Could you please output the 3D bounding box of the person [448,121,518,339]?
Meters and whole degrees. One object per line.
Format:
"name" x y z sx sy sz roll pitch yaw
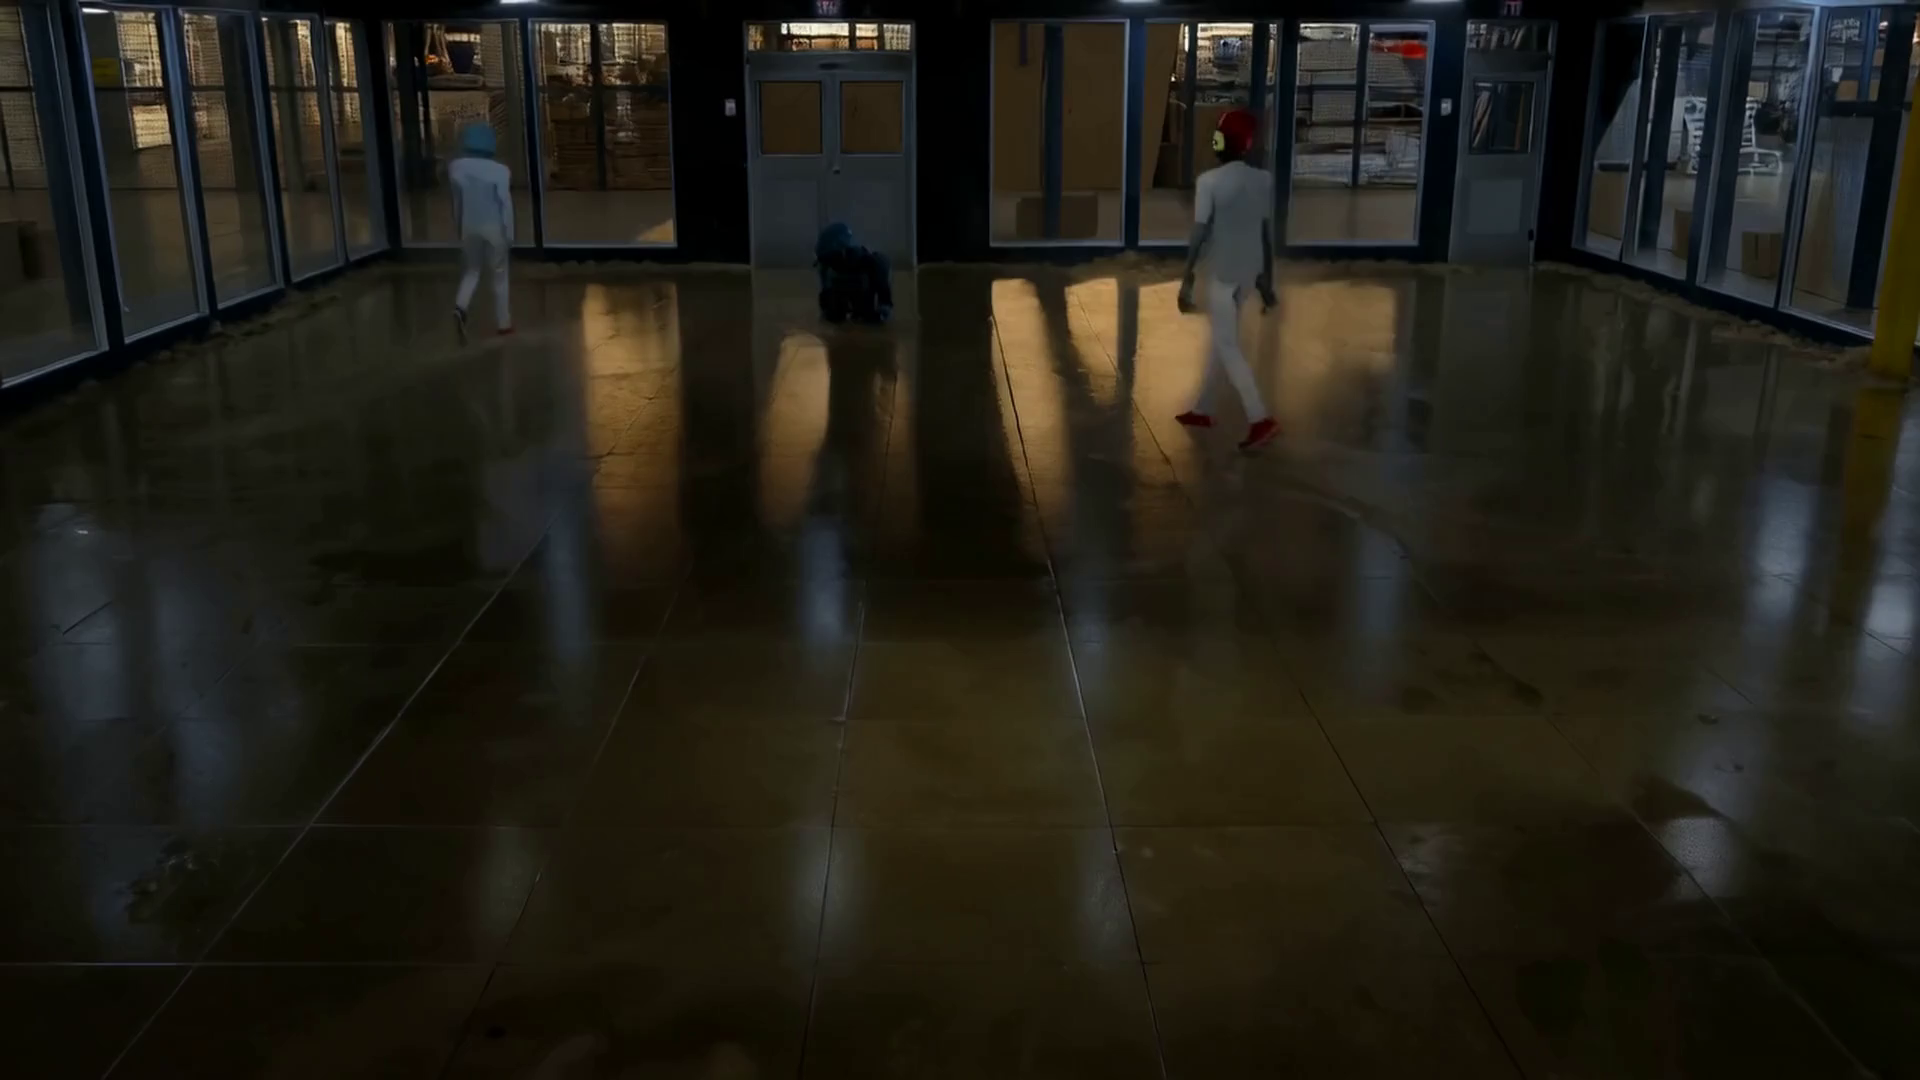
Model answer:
"person" -3.555 -2.275 12.339 0.510 1.615 0.619 3 17 10

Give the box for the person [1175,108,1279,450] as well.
"person" 1.506 -1.429 9.141 0.531 1.821 0.972 -9 19 -29
